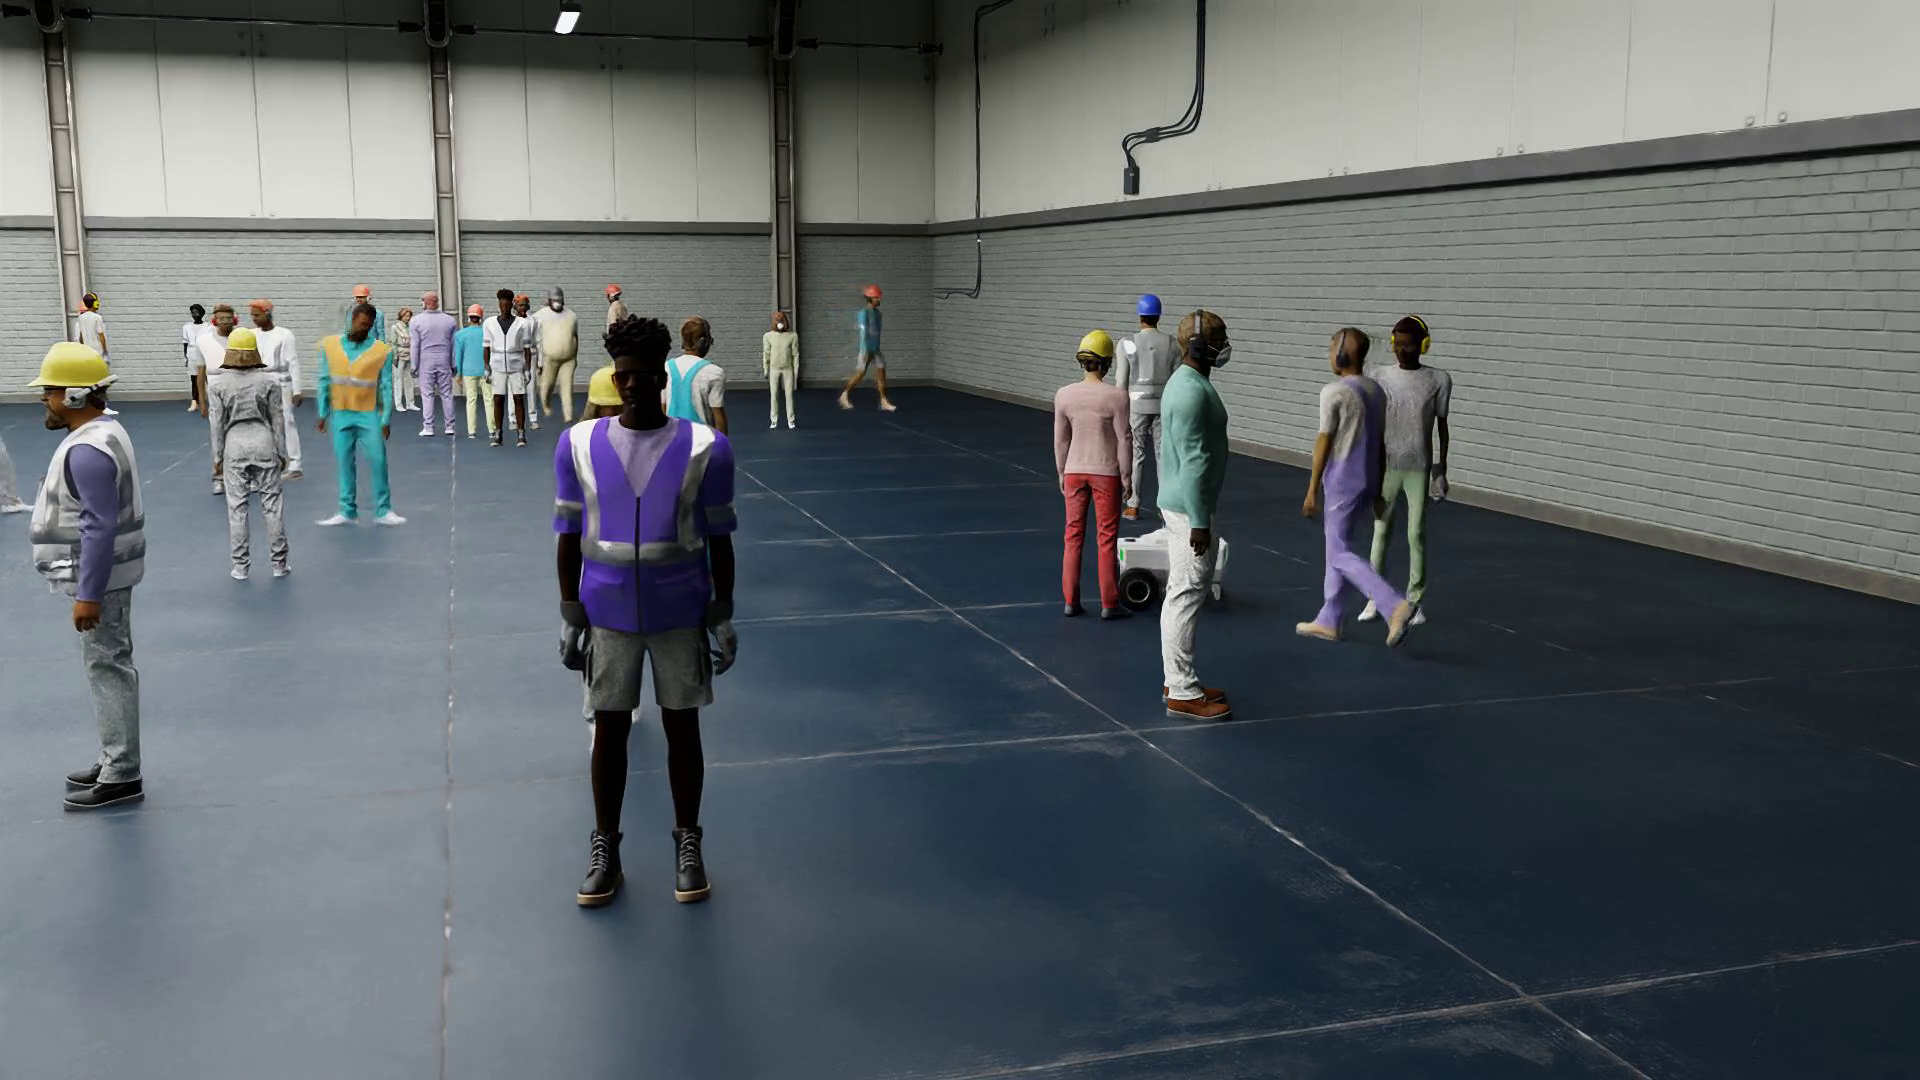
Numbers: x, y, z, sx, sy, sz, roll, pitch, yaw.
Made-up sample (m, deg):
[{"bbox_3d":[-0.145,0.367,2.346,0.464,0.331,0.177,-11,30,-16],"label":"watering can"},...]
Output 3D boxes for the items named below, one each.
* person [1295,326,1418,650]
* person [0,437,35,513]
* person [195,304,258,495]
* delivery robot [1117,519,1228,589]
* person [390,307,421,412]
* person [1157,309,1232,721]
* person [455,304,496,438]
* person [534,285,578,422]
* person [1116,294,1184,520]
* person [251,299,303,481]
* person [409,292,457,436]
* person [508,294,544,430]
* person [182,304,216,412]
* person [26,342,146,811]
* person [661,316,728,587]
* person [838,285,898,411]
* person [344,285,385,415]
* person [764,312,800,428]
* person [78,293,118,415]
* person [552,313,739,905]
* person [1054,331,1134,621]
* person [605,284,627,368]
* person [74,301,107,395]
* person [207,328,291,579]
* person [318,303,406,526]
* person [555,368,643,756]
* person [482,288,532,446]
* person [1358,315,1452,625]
[{"bbox_3d":[2.251,-0.281,9.325,0.530,1.821,0.805,-8,12,-42],"label":"person"},{"bbox_3d":[-8.636,-0.996,14.544,0.835,1.605,0.505,-4,10,-26],"label":"person"},{"bbox_3d":[-7.094,-1.366,16.144,0.570,1.843,0.372,-5,10,-29],"label":"person"},{"bbox_3d":[1.336,0.104,10.566,0.707,0.478,0.477,0,9,-1],"label":"delivery robot"},{"bbox_3d":[-8.744,-2.843,26.221,0.314,1.640,0.515,5,10,30],"label":"person"},{"bbox_3d":[1.122,-0.123,7.918,0.372,1.940,0.631,1,9,6],"label":"person"},{"bbox_3d":[-6.325,-2.213,21.830,0.562,1.753,0.333,-2,9,-13],"label":"person"},{"bbox_3d":[-5.924,-2.754,24.380,0.681,2.000,0.809,-4,10,-25],"label":"person"},{"bbox_3d":[1.634,-1.138,14.352,0.605,1.950,0.383,-1,9,-5],"label":"person"},{"bbox_3d":[-7.029,-1.536,17.117,0.684,1.878,0.370,3,9,18],"label":"person"},{"bbox_3d":[-7.000,-2.330,22.105,0.651,1.904,0.403,-7,11,-38],"label":"person"},{"bbox_3d":[-6.057,-2.459,23.036,0.576,1.877,0.347,-4,10,-23],"label":"person"},{"bbox_3d":[-11.896,-2.843,26.042,0.532,1.696,0.319,-1,9,-3],"label":"person"},{"bbox_3d":[-3.434,0.140,6.575,0.403,1.833,0.591,-4,10,-24],"label":"person"},{"bbox_3d":[-1.785,-0.581,11.191,0.518,1.835,0.354,3,9,20],"label":"person"},{"bbox_3d":[-1.497,-3.044,26.389,1.011,2.006,0.621,5,10,29],"label":"person"},{"bbox_3d":[-9.077,-2.885,25.359,0.608,1.995,0.377,0,9,-1],"label":"person"},{"bbox_3d":[-2.487,-2.361,23.195,0.500,1.626,0.282,-1,9,-5],"label":"person"},{"bbox_3d":[-13.241,-2.845,25.488,0.531,1.876,0.322,4,10,22],"label":"person"},{"bbox_3d":[-1.042,0.236,5.537,0.605,1.966,0.373,-1,9,-4],"label":"person"},{"bbox_3d":[0.824,-0.389,10.165,0.522,1.769,0.311,5,10,30],"label":"person"},{"bbox_3d":[-6.038,-3.491,29.230,0.399,1.989,0.622,1,9,8],"label":"person"},{"bbox_3d":[-13.653,-2.882,26.095,0.563,1.755,0.321,2,9,15],"label":"person"},{"bbox_3d":[-4.944,-0.600,11.579,0.484,1.745,0.297,-4,10,-23],"label":"person"},{"bbox_3d":[-5.089,-1.044,14.002,0.694,1.881,0.387,0,9,-3],"label":"person"},{"bbox_3d":[-1.547,0.076,7.458,0.497,1.686,0.934,-3,9,-16],"label":"person"},{"bbox_3d":[-5.643,-2.147,20.749,0.607,1.964,0.367,-1,9,-8],"label":"person"},{"bbox_3d":[2.685,-0.414,10.017,0.521,1.865,0.336,4,10,22],"label":"person"}]
